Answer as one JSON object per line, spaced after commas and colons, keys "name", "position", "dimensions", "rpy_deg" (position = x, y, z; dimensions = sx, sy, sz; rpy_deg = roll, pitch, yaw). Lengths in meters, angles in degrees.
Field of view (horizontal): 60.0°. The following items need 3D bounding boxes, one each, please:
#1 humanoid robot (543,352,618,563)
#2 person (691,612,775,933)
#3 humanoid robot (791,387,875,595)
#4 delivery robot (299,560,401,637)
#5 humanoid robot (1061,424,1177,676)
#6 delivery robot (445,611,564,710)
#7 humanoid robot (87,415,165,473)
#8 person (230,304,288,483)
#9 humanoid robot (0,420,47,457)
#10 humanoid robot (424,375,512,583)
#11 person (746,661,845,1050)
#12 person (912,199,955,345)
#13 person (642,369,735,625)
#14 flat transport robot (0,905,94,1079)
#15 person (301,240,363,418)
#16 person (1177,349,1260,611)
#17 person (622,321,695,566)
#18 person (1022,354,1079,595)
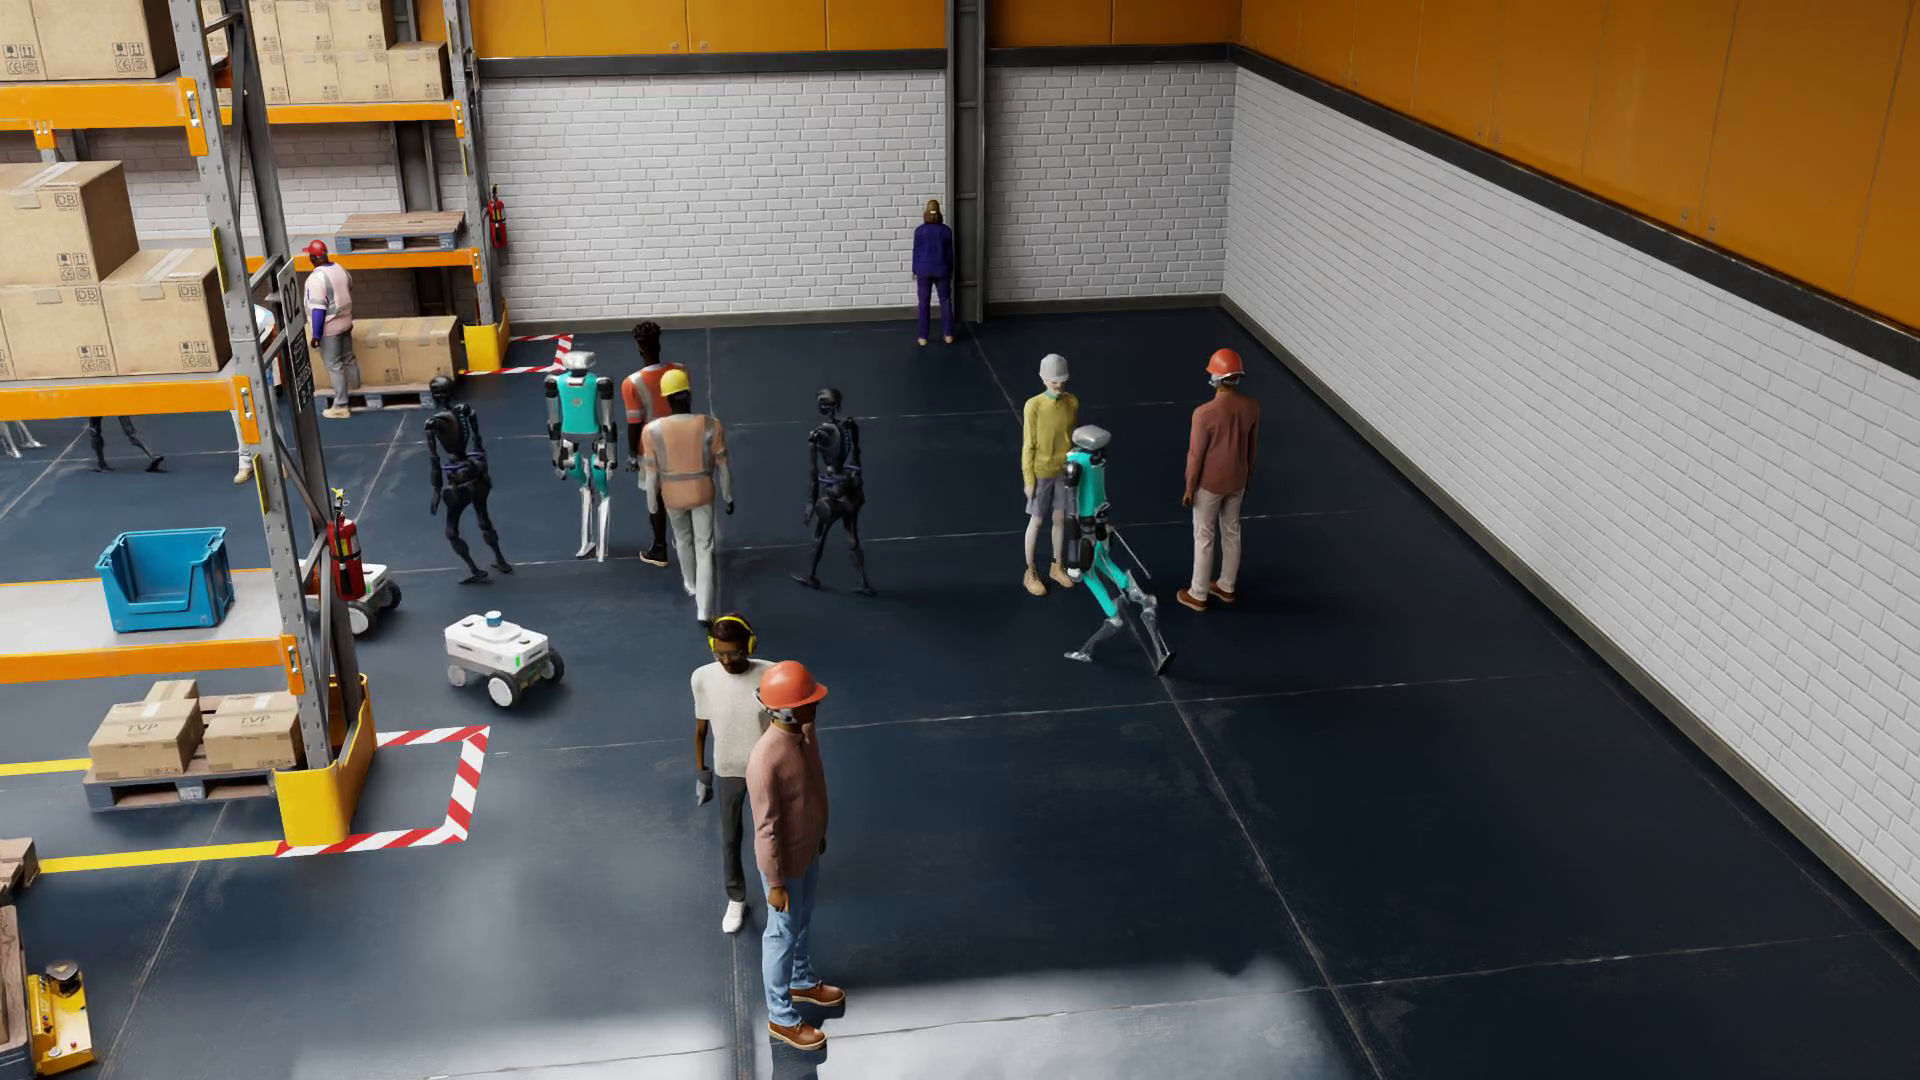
{"name": "humanoid robot", "position": [-2.910, -0.684, 13.123], "dimensions": [0.550, 1.782, 0.719], "rpy_deg": [0, 24, 1]}
{"name": "person", "position": [-1.115, 1.217, 8.656], "dimensions": [0.524, 1.855, 0.338], "rpy_deg": [0, 24, -1]}
{"name": "humanoid robot", "position": [-0.968, -0.376, 12.527], "dimensions": [0.677, 1.638, 0.616], "rpy_deg": [17, 29, 34]}
{"name": "delivery robot", "position": [-4.554, 0.357, 12.205], "dimensions": [0.757, 0.577, 0.499], "rpy_deg": [3, 24, 8]}
{"name": "humanoid robot", "position": [1.146, 0.124, 11.307], "dimensions": [0.934, 1.770, 0.539], "rpy_deg": [13, 27, 26]}
{"name": "delivery robot", "position": [-3.135, 0.764, 11.281], "dimensions": [0.757, 0.580, 0.499], "rpy_deg": [13, 27, 27]}
{"name": "humanoid robot", "position": [-7.582, -1.356, 14.779], "dimensions": [0.731, 1.637, 0.596], "rpy_deg": [8, 25, 18]}
{"name": "person", "position": [-6.254, -1.395, 14.626], "dimensions": [0.622, 1.839, 0.429], "rpy_deg": [-1, 24, -2]}
{"name": "humanoid robot", "position": [-8.741, -1.614, 15.242], "dimensions": [0.774, 1.772, 0.530], "rpy_deg": [5, 24, 11]}
{"name": "humanoid robot", "position": [-3.792, -0.460, 12.693], "dimensions": [0.411, 1.630, 0.604], "rpy_deg": [11, 26, 23]}
{"name": "person", "position": [-0.788, 1.473, 7.895], "dimensions": [0.375, 1.997, 0.611], "rpy_deg": [6, 24, 13]}
{"name": "person", "position": [-0.298, -2.982, 18.510], "dimensions": [0.477, 1.614, 0.366], "rpy_deg": [-3, 24, -8]}
{"name": "person", "position": [-1.966, -0.324, 12.146], "dimensions": [0.624, 1.863, 0.955], "rpy_deg": [-4, 24, -9]}
{"name": "flat transport robot", "position": [-4.911, 2.440, 7.837], "dimensions": [1.431, 0.231, 0.659], "rpy_deg": [-13, 27, -27]}
{"name": "person", "position": [-6.151, -2.066, 16.256], "dimensions": [0.420, 1.751, 0.623], "rpy_deg": [6, 24, 12]}
{"name": "person", "position": [1.909, -0.441, 12.274], "dimensions": [0.620, 1.990, 0.395], "rpy_deg": [-14, 27, -29]}
{"name": "person", "position": [-2.349, -0.748, 12.998], "dimensions": [0.601, 1.960, 0.370], "rpy_deg": [-20, 31, -38]}
{"name": "person", "position": [0.682, -0.510, 12.551], "dimensions": [0.492, 1.886, 0.404], "rpy_deg": [-13, 27, -26]}
